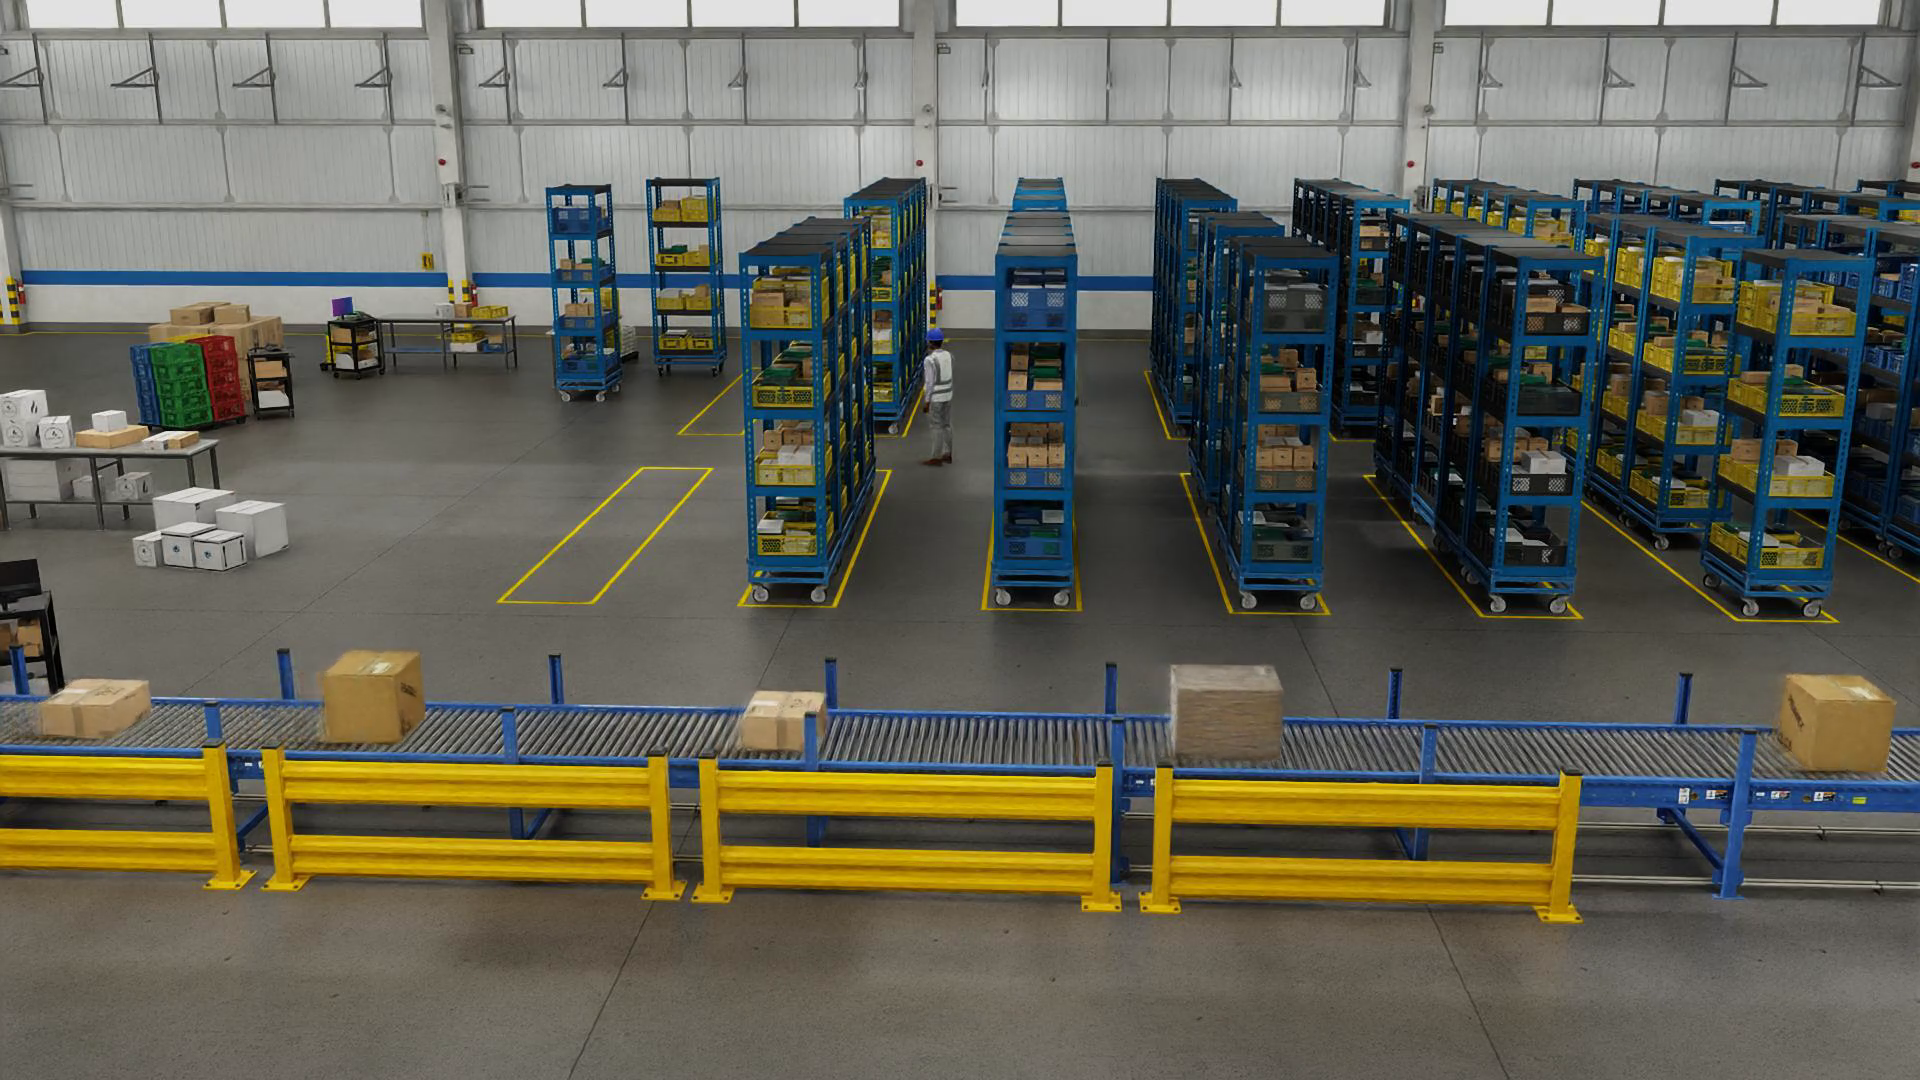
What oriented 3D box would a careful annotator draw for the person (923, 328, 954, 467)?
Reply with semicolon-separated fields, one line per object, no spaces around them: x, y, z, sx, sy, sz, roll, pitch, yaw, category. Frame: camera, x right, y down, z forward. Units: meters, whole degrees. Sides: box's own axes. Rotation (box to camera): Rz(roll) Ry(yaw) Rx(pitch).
-0.318;-1.994;23.251;0.406;1.947;0.607;10;18;33;person
